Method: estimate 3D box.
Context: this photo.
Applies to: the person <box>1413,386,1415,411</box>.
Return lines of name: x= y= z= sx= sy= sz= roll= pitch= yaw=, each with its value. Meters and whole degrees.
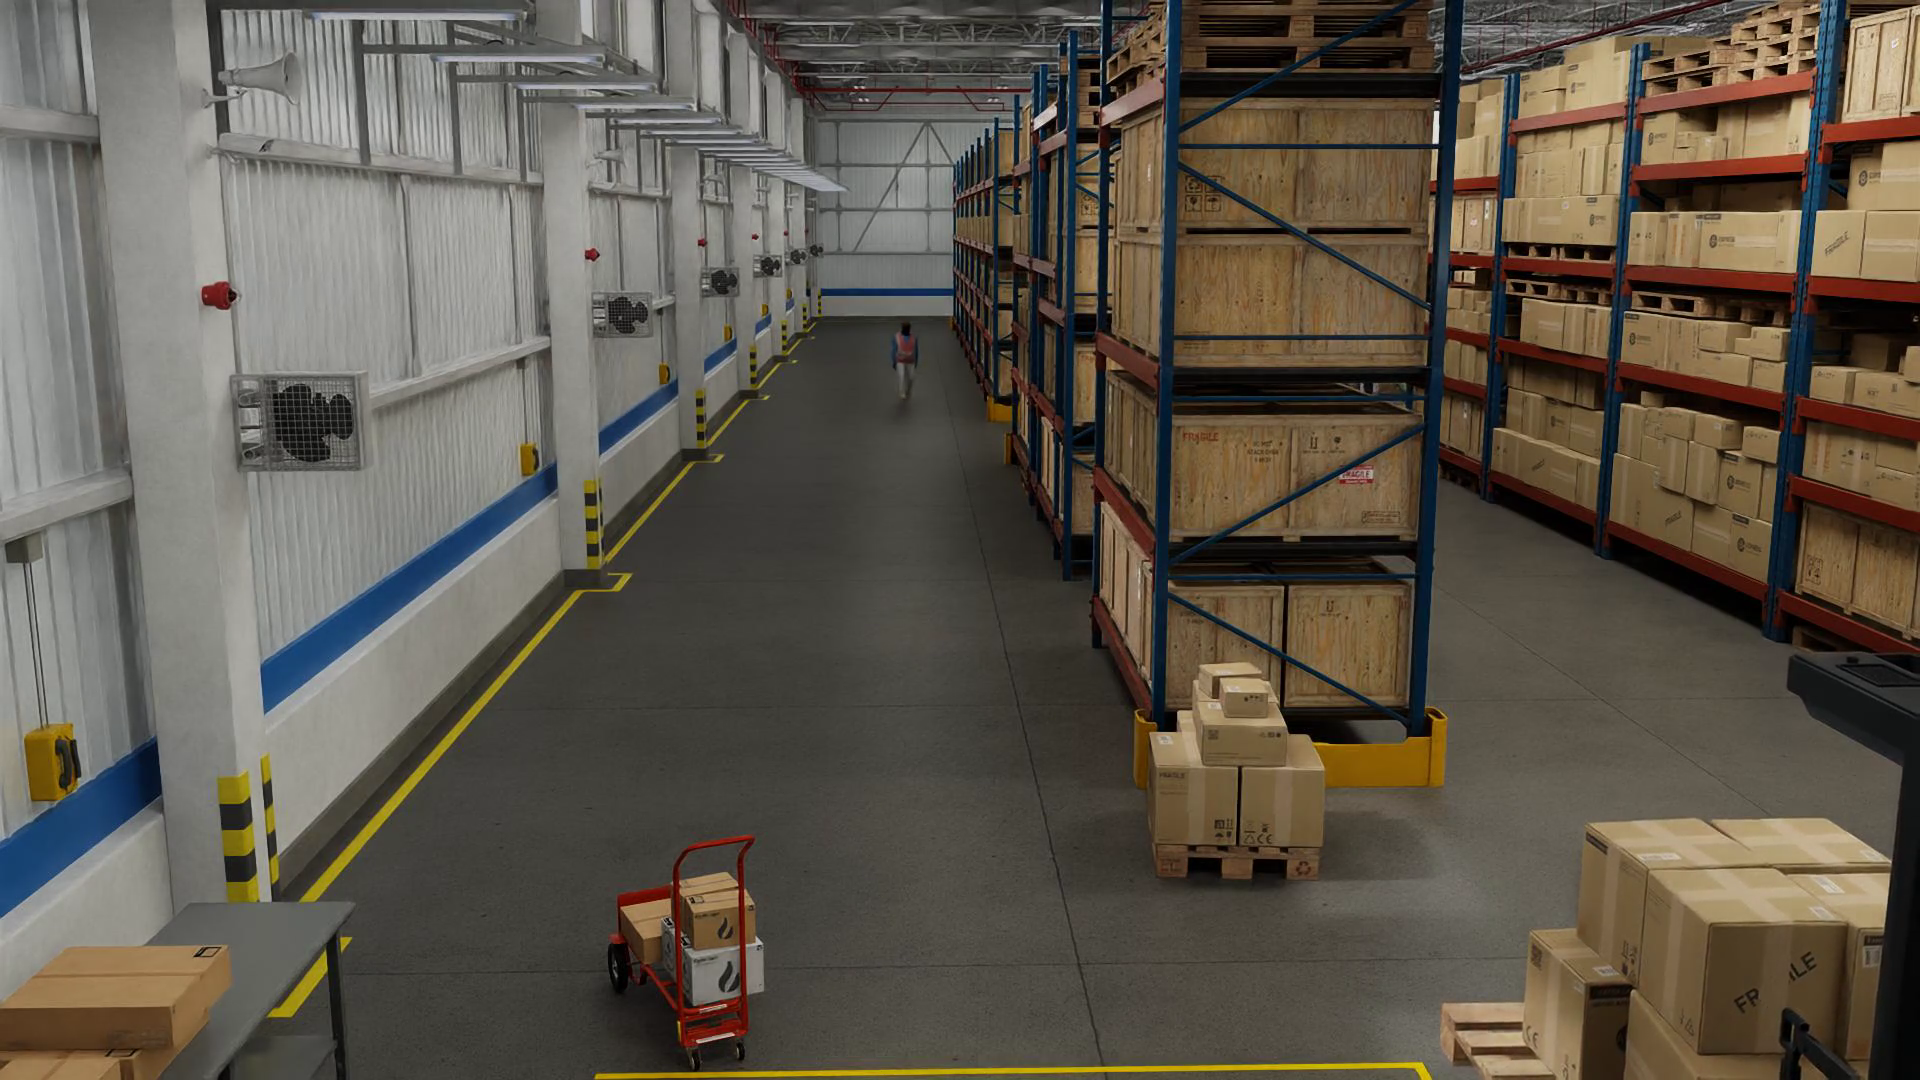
person: x=8.510 y=-2.745 z=30.898 sx=0.438 sy=1.831 sz=0.572 roll=-2 pitch=11 yaw=-12

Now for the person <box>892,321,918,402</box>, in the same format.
person: x=-1.233 y=-4.030 z=37.569 sx=0.627 sy=1.824 sz=0.442 roll=-3 pitch=11 yaw=-15

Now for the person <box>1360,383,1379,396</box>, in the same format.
person: x=6.780 y=-2.167 z=27.634 sx=0.371 sy=1.916 sz=0.597 roll=3 pitch=11 yaw=14
